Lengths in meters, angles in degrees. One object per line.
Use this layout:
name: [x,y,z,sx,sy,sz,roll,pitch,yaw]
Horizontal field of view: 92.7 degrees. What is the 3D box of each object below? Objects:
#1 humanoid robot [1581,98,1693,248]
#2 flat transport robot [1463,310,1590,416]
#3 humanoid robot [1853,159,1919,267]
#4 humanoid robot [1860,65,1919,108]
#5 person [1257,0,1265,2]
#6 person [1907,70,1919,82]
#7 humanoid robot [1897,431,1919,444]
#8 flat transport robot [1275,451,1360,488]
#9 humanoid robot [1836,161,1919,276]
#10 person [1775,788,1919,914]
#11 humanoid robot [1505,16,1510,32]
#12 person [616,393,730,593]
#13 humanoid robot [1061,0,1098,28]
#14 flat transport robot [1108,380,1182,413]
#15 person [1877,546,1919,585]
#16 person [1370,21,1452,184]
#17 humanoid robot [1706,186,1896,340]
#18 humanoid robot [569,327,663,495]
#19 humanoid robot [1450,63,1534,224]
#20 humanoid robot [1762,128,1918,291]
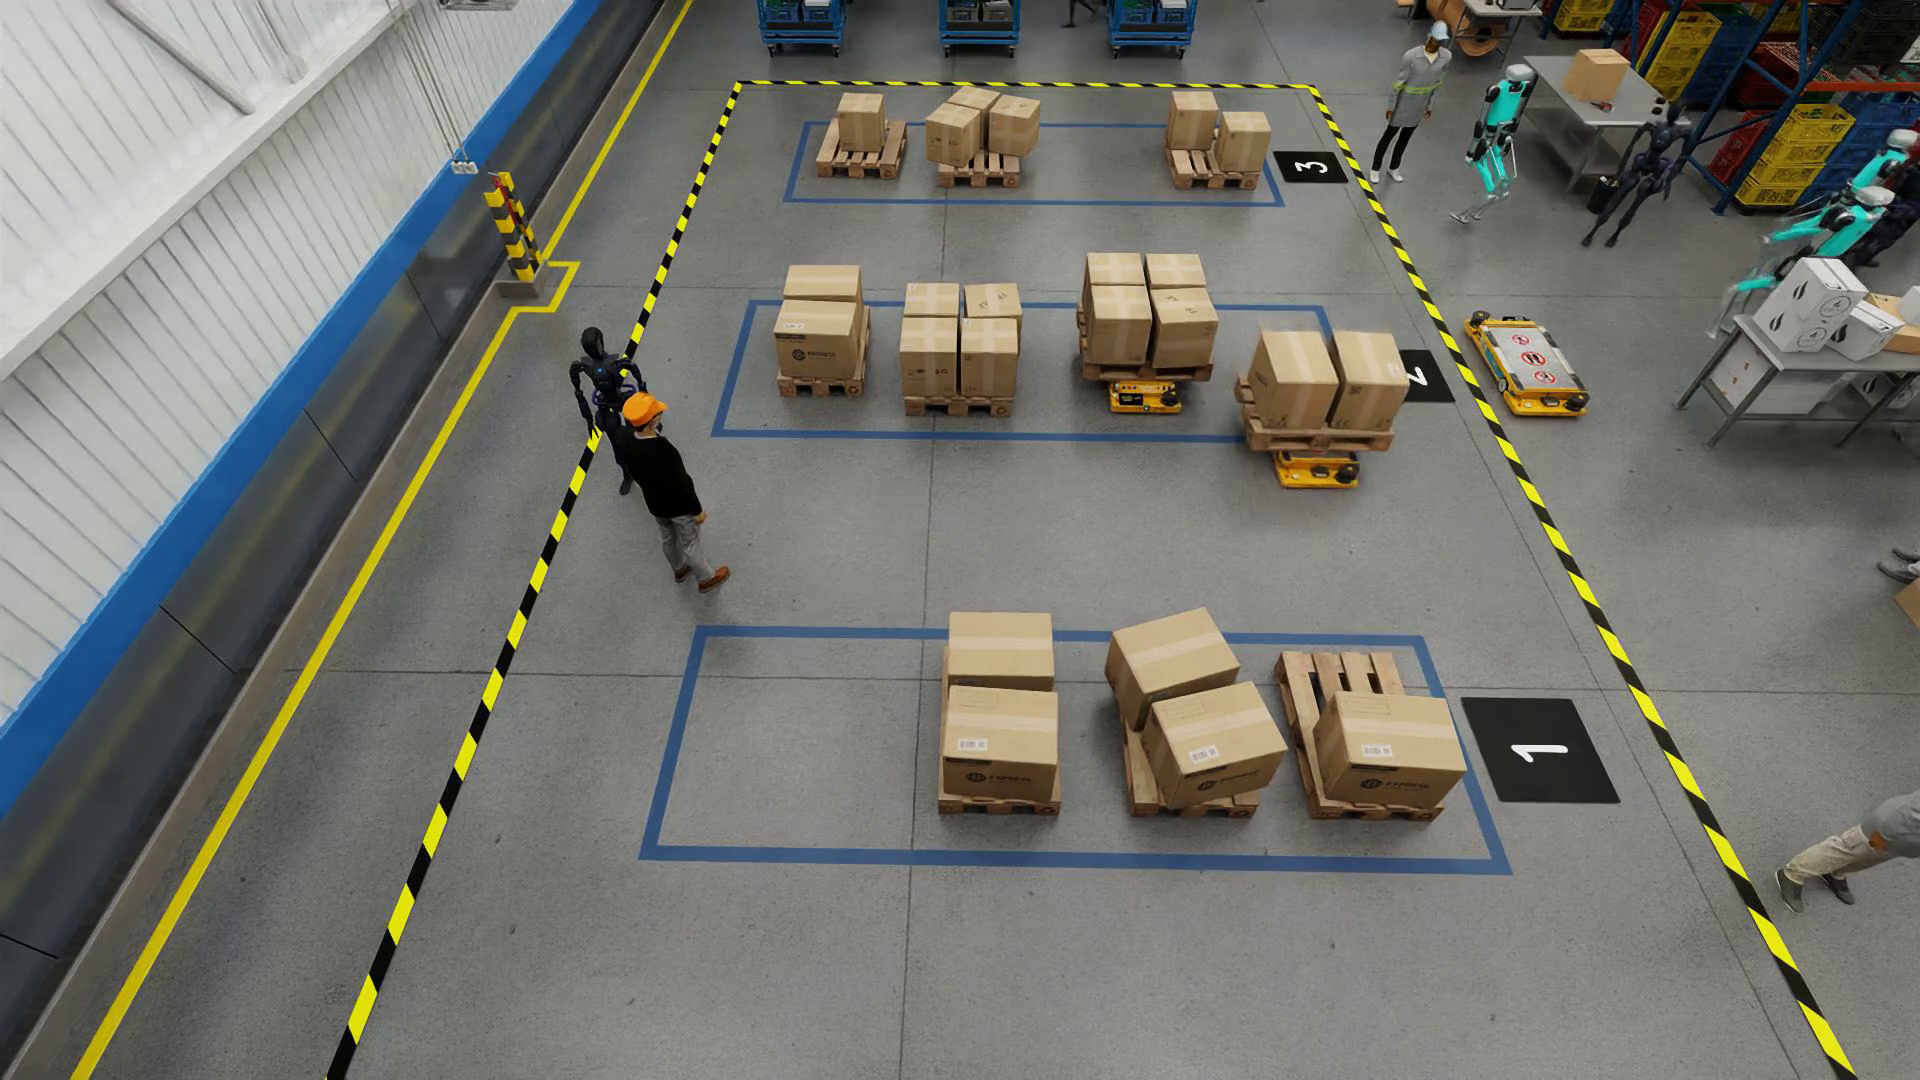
humanoid robot: [7.499,-3.972,10.042,0.593,1.652,0.414,28,55,22]
flat transport robot: [5.573,-1.757,9.054,0.659,0.231,1.431,1,49,1]
humanoid robot: [10.301,-3.694,9.791,0.359,1.649,0.608,0,49,0]
humanoid robot: [12.159,-6.062,11.847,0.887,1.832,0.557,-1,49,-1]
person: [5.054,-9.927,15.022,0.632,1.937,0.354,21,52,17]
person: [14.043,-7.197,12.737,0.584,1.824,0.404,18,51,15]
humanoid robot: [8.799,-1.266,7.726,0.548,1.889,0.782,-28,55,-22]
flat transport robot: [3.156,-1.051,8.424,0.652,0.197,1.431,1,49,1]
humanoid robot: [9.621,-3.332,9.492,0.587,1.636,0.409,-16,51,-14]
person: [5.380,1.605,5.151,0.563,1.769,0.396,-5,49,-4]
humanoid robot: [8.679,-8.891,14.306,0.609,1.635,0.389,23,53,19]
person: [-2.125,-0.312,6.737,0.586,1.882,0.371,24,53,19]
humanoid robot: [1.942,-8.927,14.341,0.573,1.641,0.598,-3,49,-3]
flat transport robot: [1.773,-1.807,9.079,0.652,0.197,1.431,1,49,1]
person: [7.731,-0.378,6.759,0.602,1.939,0.412,-30,55,-23]
person: [5.418,-5.222,11.006,0.589,1.852,0.374,-4,49,-3]
humanoid robot: [8.026,-2.683,8.894,0.551,1.778,0.784,-12,50,-10]
humanoid robot: [-2.774,-1.038,7.490,0.599,1.657,0.315,-7,50,-6]
humanoid robot: [6.017,-4.313,10.204,0.533,1.681,0.735,-12,50,-10]
humanoid robot: [8.882,-3.416,9.500,0.700,1.768,0.532,27,54,21]
